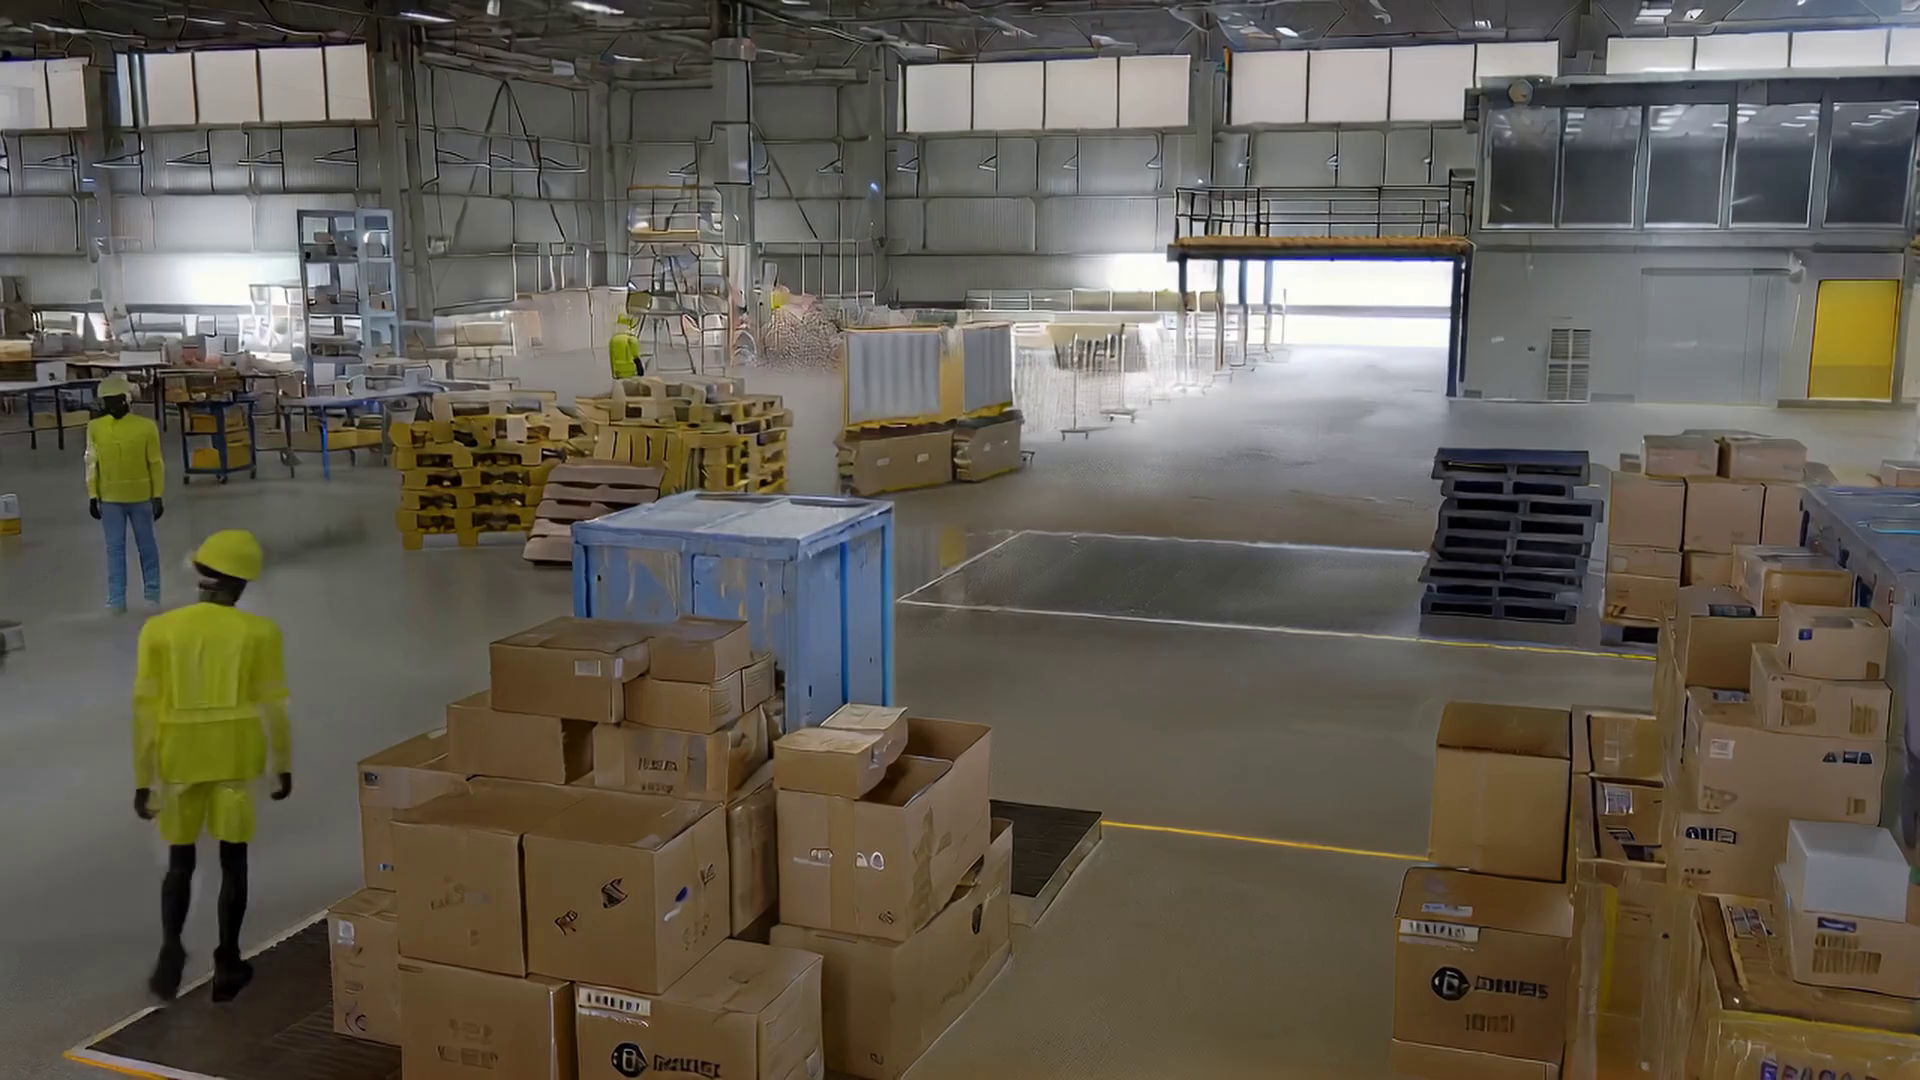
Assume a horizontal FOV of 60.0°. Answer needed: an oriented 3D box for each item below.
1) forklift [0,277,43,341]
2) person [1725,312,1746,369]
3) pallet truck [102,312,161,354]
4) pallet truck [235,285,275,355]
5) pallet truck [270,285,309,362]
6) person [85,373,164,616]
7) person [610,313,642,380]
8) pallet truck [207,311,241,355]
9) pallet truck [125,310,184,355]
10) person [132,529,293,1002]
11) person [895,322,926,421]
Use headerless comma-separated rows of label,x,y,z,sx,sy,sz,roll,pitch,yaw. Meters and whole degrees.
forklift,-27.151,-6.329,46.328,1.157,1.987,2.680,3,11,17
person,18.257,-4.718,39.162,0.497,1.626,0.288,7,12,33
pallet truck,-23.057,-5.777,46.261,0.680,1.201,1.601,3,11,19
pallet truck,-18.327,-5.835,44.421,0.823,1.965,1.885,4,11,23
pallet truck,-17.147,-5.700,43.663,0.823,1.965,1.885,3,11,17
person,-6.846,-0.368,13.635,0.608,1.996,0.380,-1,10,-3
person,-5.353,-2.676,26.812,0.551,1.931,0.373,4,11,21
pallet truck,-19.537,-5.575,44.913,0.653,1.274,1.630,3,11,19
pallet truck,-22.038,-5.665,45.457,0.704,1.261,1.522,3,11,17
person,-3.014,0.905,6.761,0.568,1.889,0.524,-3,10,-16
person,-0.874,-2.886,28.632,0.498,1.708,0.823,2,10,13
